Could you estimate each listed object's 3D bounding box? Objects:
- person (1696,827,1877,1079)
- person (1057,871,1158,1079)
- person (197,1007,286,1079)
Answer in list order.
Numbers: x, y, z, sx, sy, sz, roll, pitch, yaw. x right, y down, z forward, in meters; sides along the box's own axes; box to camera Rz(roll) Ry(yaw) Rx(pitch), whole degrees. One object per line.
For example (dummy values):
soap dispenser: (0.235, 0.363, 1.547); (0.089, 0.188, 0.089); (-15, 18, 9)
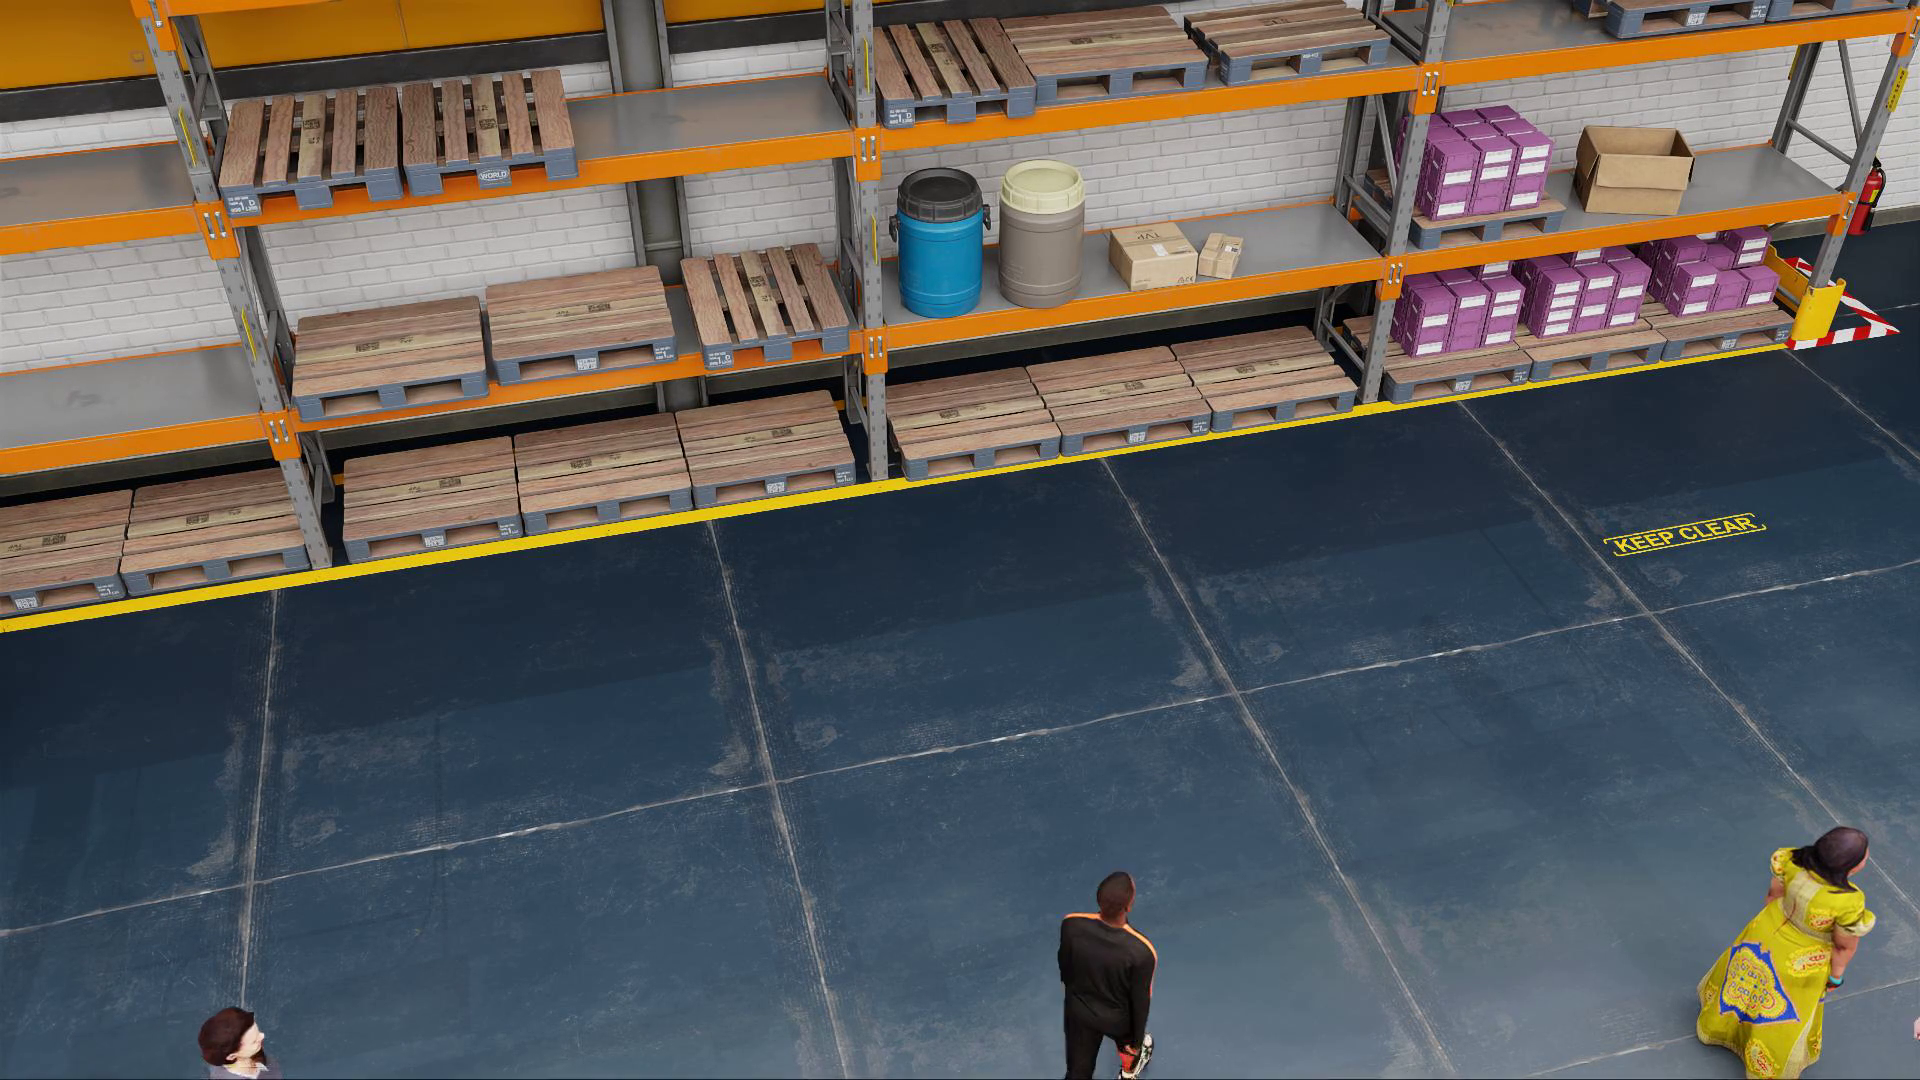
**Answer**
person: (4.049, 1.984, 8.070); (0.843, 1.660, 0.908); (-17, 42, -20)
person: (0.616, 2.233, 7.653); (1.052, 1.782, 1.055); (13, 40, 16)
person: (-3.058, 2.630, 7.175); (0.868, 1.758, 0.747); (-22, 43, -25)
